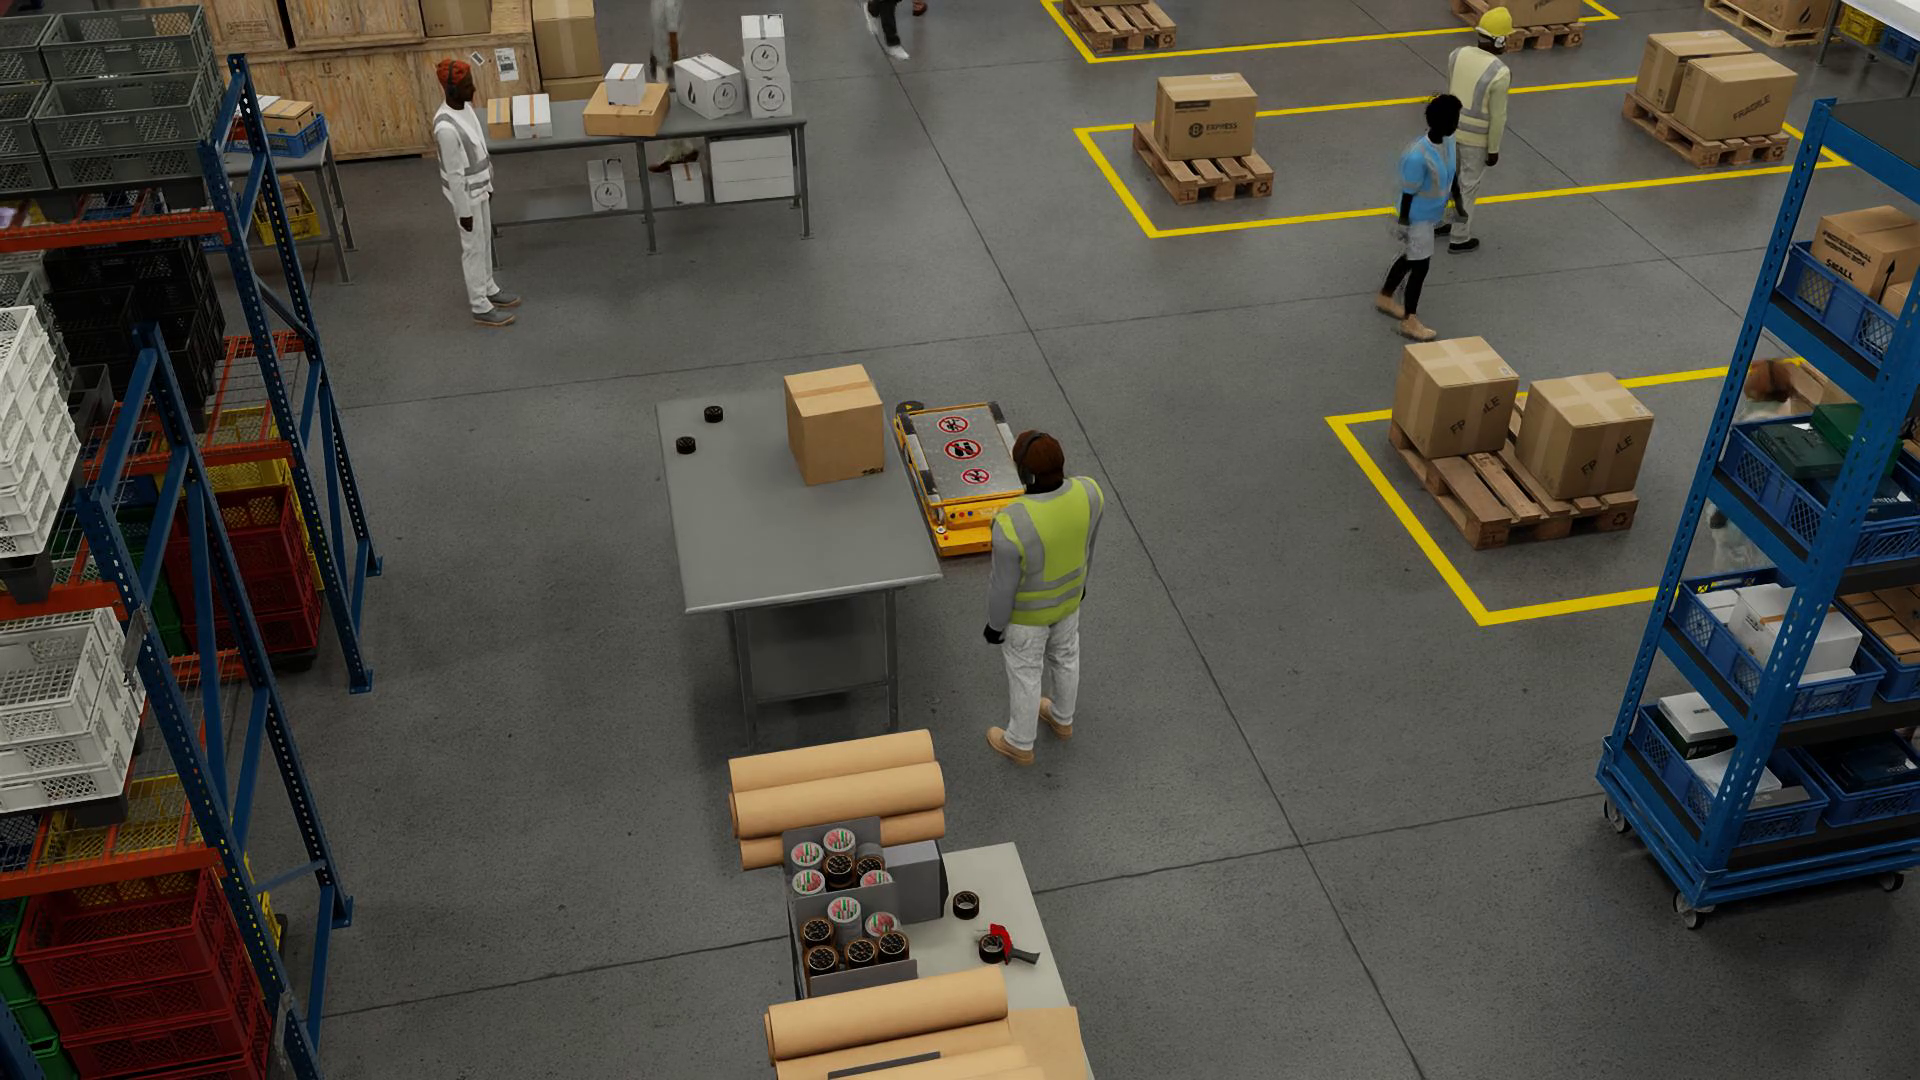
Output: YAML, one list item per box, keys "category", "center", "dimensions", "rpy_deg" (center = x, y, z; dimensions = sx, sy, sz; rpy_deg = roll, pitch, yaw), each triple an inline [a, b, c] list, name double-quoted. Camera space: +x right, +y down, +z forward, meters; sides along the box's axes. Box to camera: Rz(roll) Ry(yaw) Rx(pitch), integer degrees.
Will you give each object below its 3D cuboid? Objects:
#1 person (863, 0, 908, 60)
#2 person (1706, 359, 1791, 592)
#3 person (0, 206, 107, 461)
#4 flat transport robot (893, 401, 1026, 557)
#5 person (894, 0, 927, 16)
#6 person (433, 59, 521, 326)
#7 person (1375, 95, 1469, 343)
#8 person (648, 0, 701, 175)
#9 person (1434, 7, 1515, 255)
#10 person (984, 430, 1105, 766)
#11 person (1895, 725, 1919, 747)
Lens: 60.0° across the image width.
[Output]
- category: "person"
  center: [-0.716, -5.545, 15.632]
  dimensions: [0.596, 1.899, 0.700]
  rpy_deg: [-27, 44, -31]
- category: "person"
  center: [4.115, -0.256, 8.755]
  dimensions: [0.372, 1.610, 0.538]
  rpy_deg: [20, 41, 25]
- category: "person"
  center: [-5.606, -1.307, 9.942]
  dimensions: [0.900, 1.886, 0.652]
  rpy_deg: [-1, 37, -1]
- category: "flat transport robot"
  center: [0.046, -0.430, 10.108]
  dimensions: [0.652, 0.197, 1.431]
  rpy_deg: [-8, 37, -10]
- category: "person"
  center: [-0.546, -6.176, 16.482]
  dimensions: [0.657, 1.901, 0.396]
  rpy_deg: [6, 37, 8]
- category: "person"
  center: [-3.338, -2.370, 11.382]
  dimensions: [0.358, 1.880, 0.564]
  rpy_deg: [0, 37, -1]
- category: "person"
  center: [3.176, -2.230, 11.350]
  dimensions: [0.550, 1.672, 0.554]
  rpy_deg: [24, 43, 29]
- category: "person"
  center: [-2.381, -3.797, 13.315]
  dimensions: [0.378, 1.851, 0.572]
  rpy_deg: [-13, 39, -17]
- category: "person"
  center: [3.792, -3.021, 12.301]
  dimensions: [0.403, 1.823, 0.596]
  rpy_deg: [-16, 40, -20]
- category: "person"
  center: [0.361, 0.278, 7.856]
  dimensions: [0.623, 1.839, 0.429]
  rpy_deg: [-26, 44, -30]
- category: "person"
  center: [4.674, 0.305, 7.705]
  dimensions: [0.409, 1.980, 0.620]
  rpy_deg: [-15, 39, -19]
